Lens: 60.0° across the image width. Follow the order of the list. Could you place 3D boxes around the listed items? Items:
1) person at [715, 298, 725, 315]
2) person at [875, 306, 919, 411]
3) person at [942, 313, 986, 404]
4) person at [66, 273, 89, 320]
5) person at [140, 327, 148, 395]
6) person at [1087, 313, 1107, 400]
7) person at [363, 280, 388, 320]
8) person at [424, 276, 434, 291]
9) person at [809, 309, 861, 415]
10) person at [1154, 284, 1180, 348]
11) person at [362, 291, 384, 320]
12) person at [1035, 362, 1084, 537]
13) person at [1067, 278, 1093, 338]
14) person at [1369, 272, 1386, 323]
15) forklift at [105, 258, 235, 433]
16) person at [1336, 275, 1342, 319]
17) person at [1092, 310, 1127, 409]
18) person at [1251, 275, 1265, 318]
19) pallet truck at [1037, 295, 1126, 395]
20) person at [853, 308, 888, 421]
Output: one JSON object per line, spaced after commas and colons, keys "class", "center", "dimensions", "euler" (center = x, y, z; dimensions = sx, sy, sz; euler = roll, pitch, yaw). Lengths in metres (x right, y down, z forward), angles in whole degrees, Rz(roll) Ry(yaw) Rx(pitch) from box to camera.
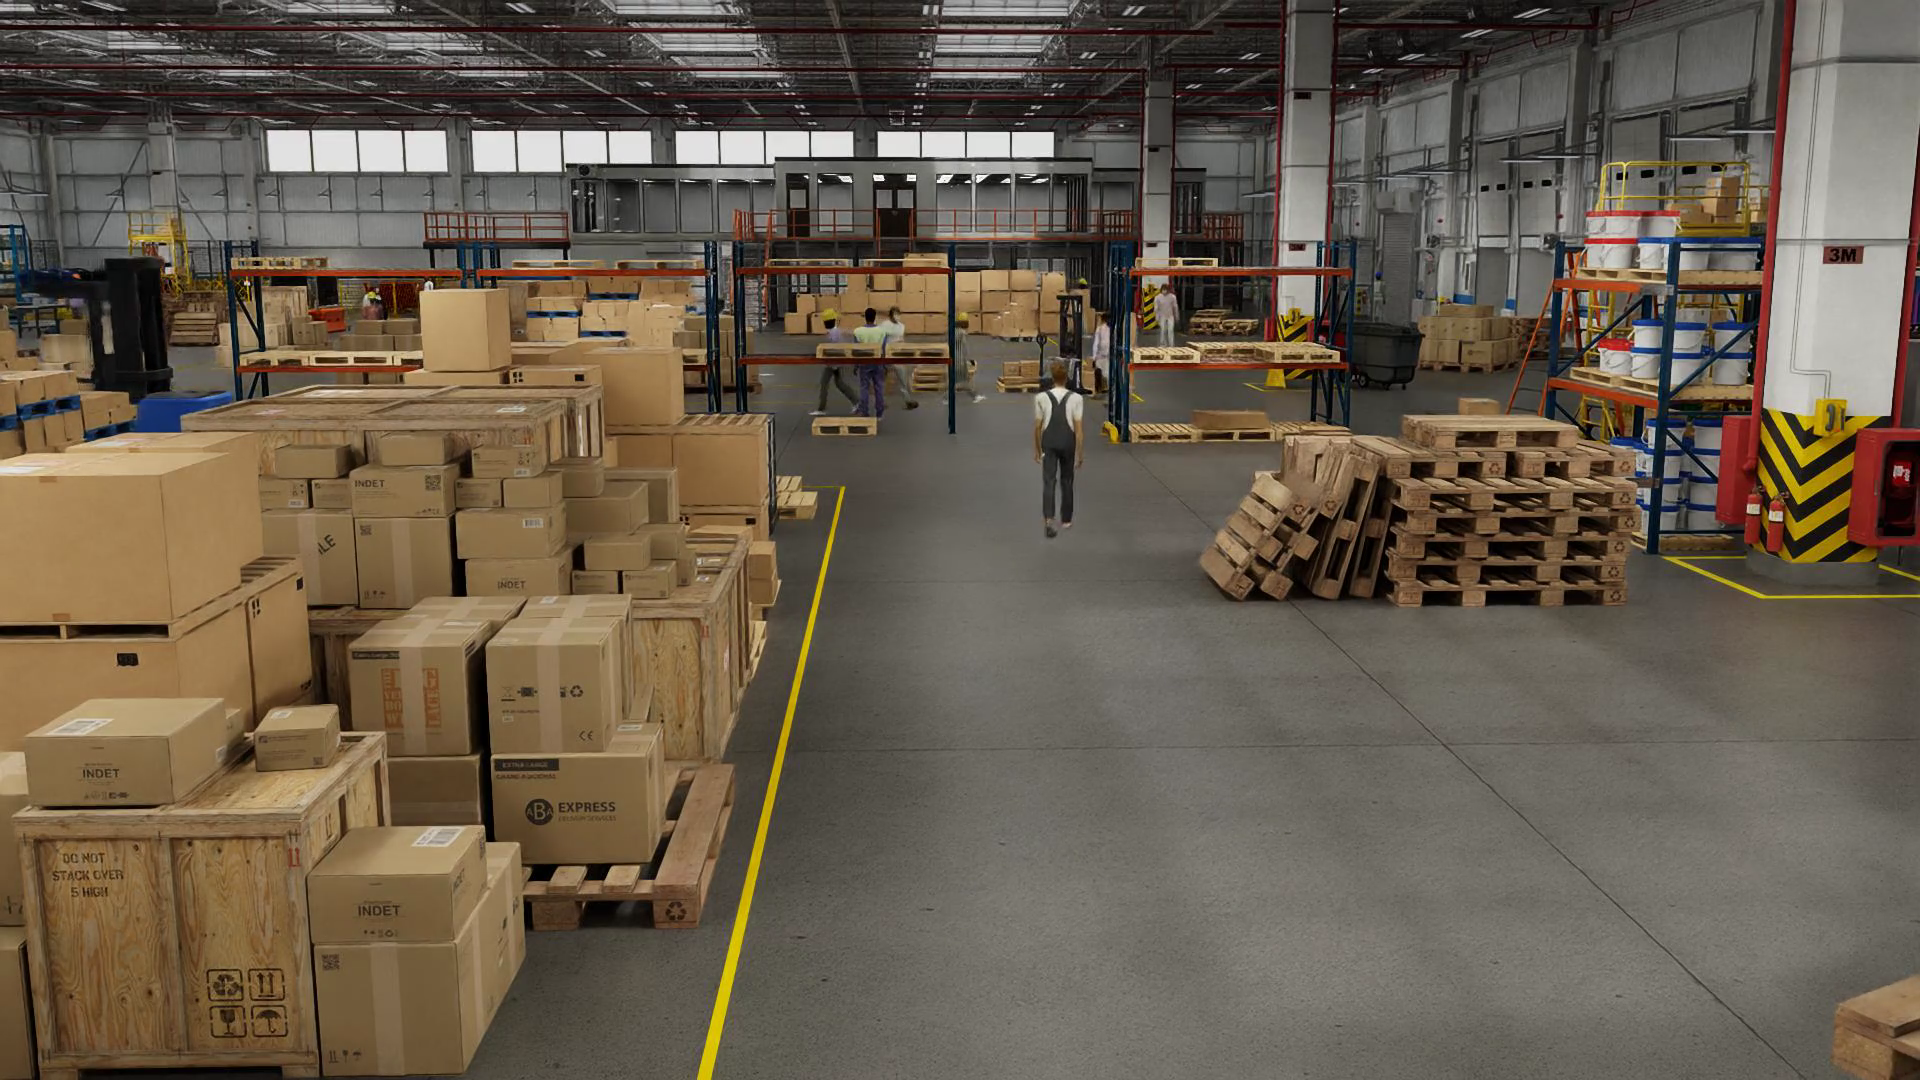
{"class": "person", "center": [-5.256, -4.318, 36.021], "dimensions": [0.901, 1.831, 0.541], "euler": [-9, 13, -40]}
{"class": "person", "center": [-1.178, -3.266, 29.977], "dimensions": [0.632, 1.879, 1.061], "euler": [-9, 13, -40]}
{"class": "person", "center": [0.061, -3.384, 31.125], "dimensions": [0.893, 1.694, 0.500], "euler": [-3, 11, -15]}
{"class": "person", "center": [-28.202, -7.514, 53.232], "dimensions": [0.635, 2.018, 0.638], "euler": [0, 10, -2]}
{"class": "person", "center": [-10.826, -1.908, 22.311], "dimensions": [1.012, 1.922, 0.625], "euler": [1, 10, 6]}
{"class": "person", "center": [2.733, -3.485, 31.725], "dimensions": [0.748, 1.667, 0.549], "euler": [-10, 14, -44]}
{"class": "person", "center": [-15.225, -5.769, 43.458], "dimensions": [0.538, 2.000, 0.689], "euler": [2, 10, 9]}
{"class": "person", "center": [-19.220, -8.696, 60.195], "dimensions": [0.354, 1.887, 0.573], "euler": [0, 10, 0]}
{"class": "person", "center": [-2.165, -3.107, 29.125], "dimensions": [0.902, 1.879, 0.639], "euler": [1, 10, 5]}
{"class": "person", "center": [5.627, -5.986, 45.121], "dimensions": [0.713, 1.881, 0.886], "euler": [0, 10, 1]}
{"class": "person", "center": [-15.153, -5.533, 42.965], "dimensions": [0.544, 1.746, 0.652], "euler": [-4, 11, -19]}
{"class": "person", "center": [1.021, -0.941, 17.261], "dimensions": [0.507, 1.814, 0.916], "euler": [1, 10, 6]}
{"class": "person", "center": [3.739, -7.315, 52.465], "dimensions": [0.842, 1.902, 0.591], "euler": [0, 10, -2]}
{"class": "person", "center": [14.988, -8.638, 59.692], "dimensions": [0.603, 1.951, 0.379], "euler": [7, 12, 33]}
{"class": "forklift", "center": [-10.351, -2.179, 21.118], "dimensions": [1.873, 2.768, 1.129], "euler": [0, 10, -2]}
{"class": "person", "center": [14.774, -9.636, 65.123], "dimensions": [0.384, 1.996, 0.610], "euler": [0, 10, 2]}
{"class": "person", "center": [2.711, -3.289, 30.332], "dimensions": [0.646, 1.788, 0.963], "euler": [4, 11, 24]}
{"class": "person", "center": [11.934, -9.788, 66.442], "dimensions": [0.569, 1.831, 0.644], "euler": [-10, 14, -44]}
{"class": "pallet truck", "center": [2.483, -3.881, 33.060], "dimensions": [1.885, 1.965, 0.823], "euler": [-7, 13, -36]}
{"class": "person", "center": [-1.507, -2.967, 28.189], "dimensions": [0.596, 1.918, 0.384], "euler": [-2, 10, -11]}
